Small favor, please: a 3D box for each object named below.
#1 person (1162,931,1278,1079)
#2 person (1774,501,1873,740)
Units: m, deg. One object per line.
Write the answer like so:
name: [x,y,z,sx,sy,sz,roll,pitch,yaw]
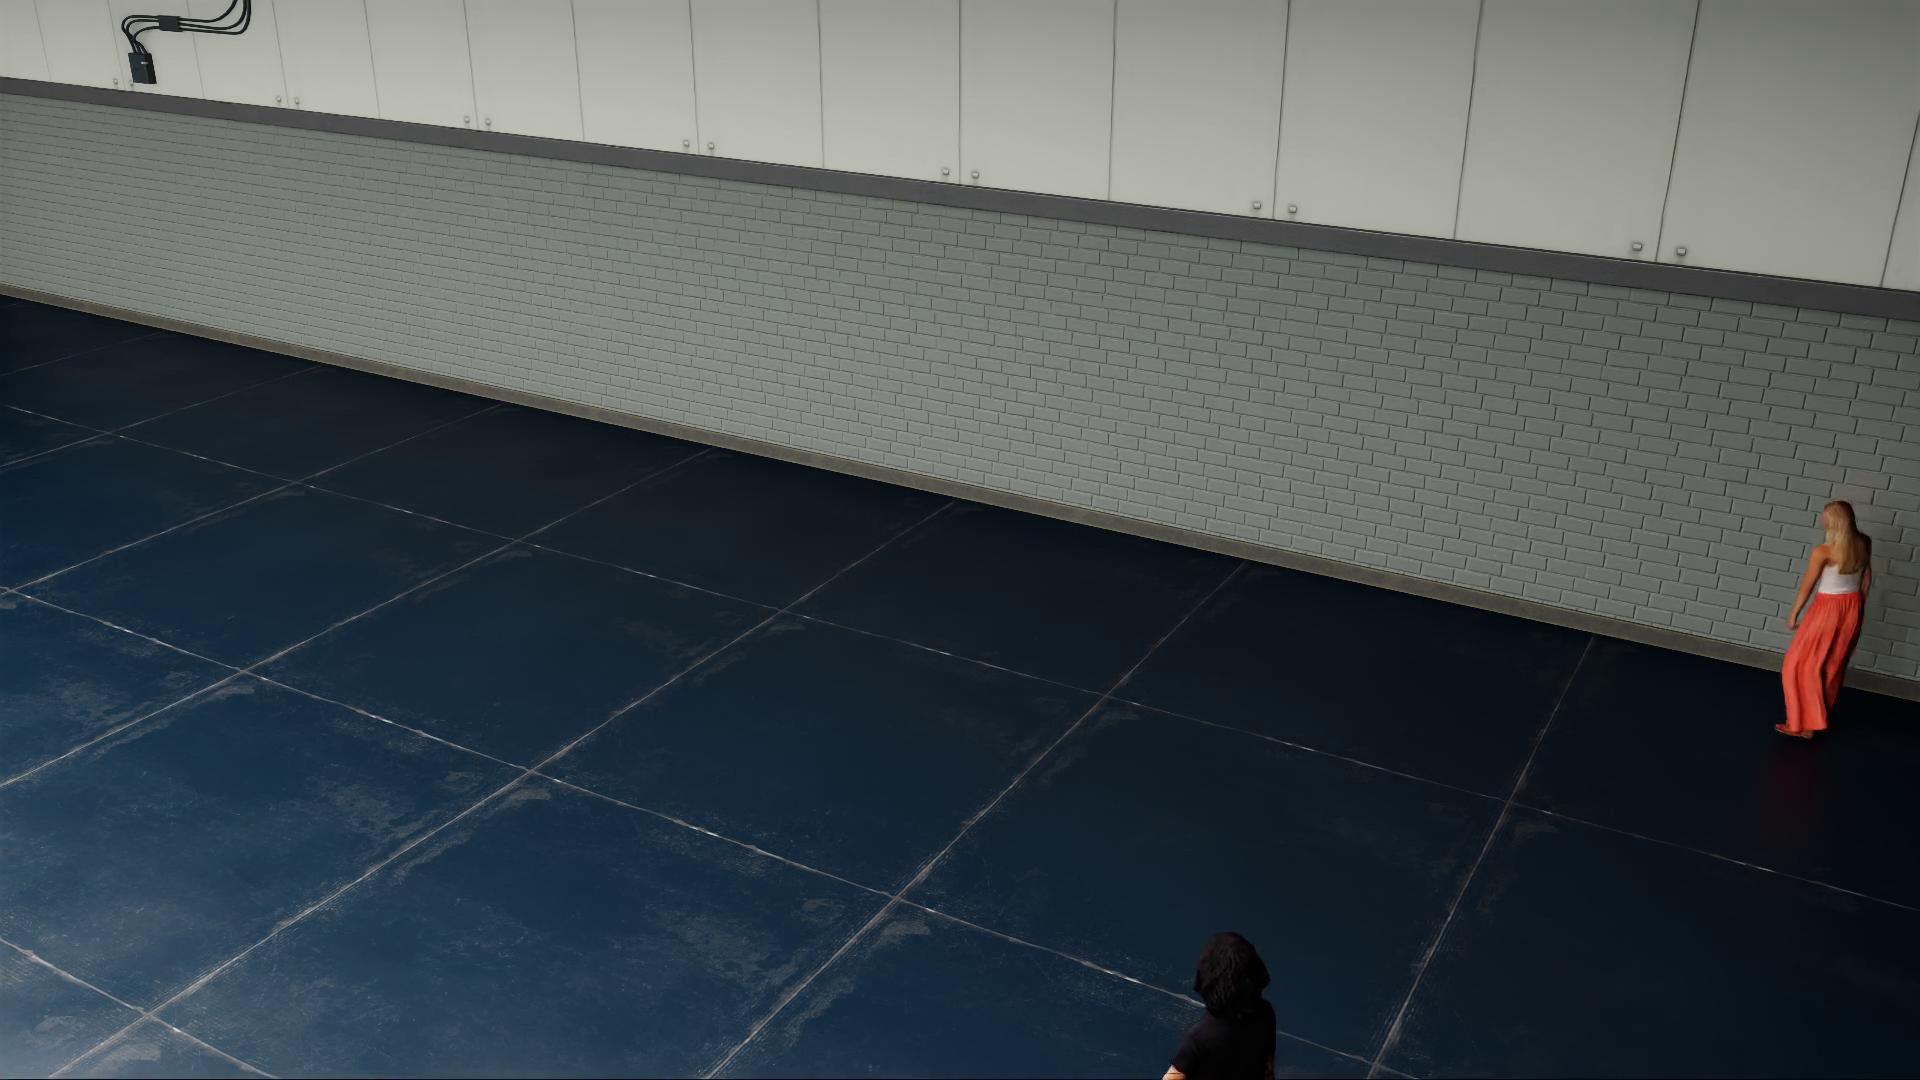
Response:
person: [1.157,2.539,7.087,1.120,1.800,1.015,-14,27,-30]
person: [6.208,0.559,11.767,0.869,1.781,0.901,3,23,7]
